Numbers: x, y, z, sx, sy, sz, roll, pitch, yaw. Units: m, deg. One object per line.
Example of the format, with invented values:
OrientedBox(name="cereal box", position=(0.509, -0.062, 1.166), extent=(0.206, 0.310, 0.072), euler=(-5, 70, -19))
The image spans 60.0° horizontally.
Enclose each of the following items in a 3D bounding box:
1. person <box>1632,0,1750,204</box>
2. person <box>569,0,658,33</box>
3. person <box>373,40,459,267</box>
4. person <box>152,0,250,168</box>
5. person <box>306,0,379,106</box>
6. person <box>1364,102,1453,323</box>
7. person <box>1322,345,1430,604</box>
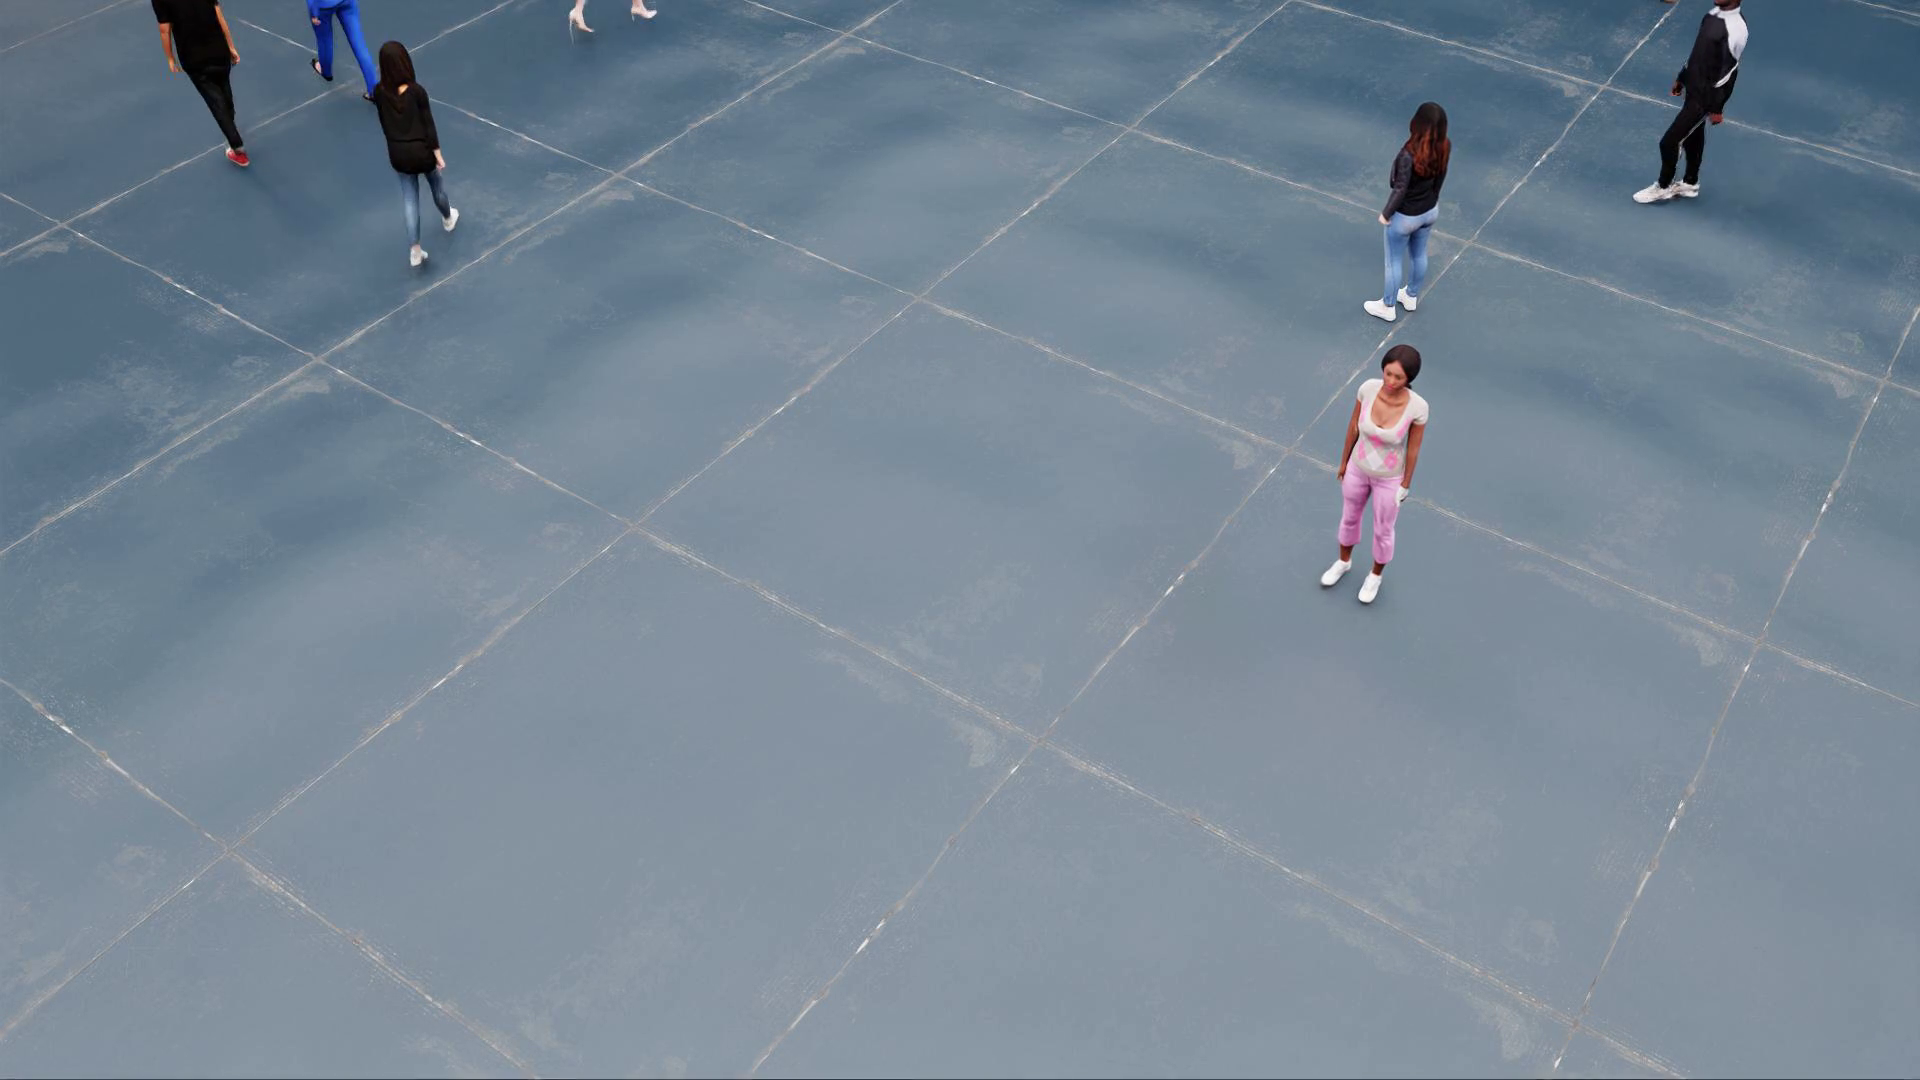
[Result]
OrientedBox(name="person", position=(5.681, -3.371, 12.497), extent=(0.915, 1.816, 0.855), euler=(5, 43, 5))
OrientedBox(name="person", position=(-3.195, -5.287, 14.586), extent=(0.892, 1.766, 1.113), euler=(-29, 50, -28))
OrientedBox(name="person", position=(-3.965, -2.751, 11.982), extent=(1.085, 1.613, 1.043), euler=(1, 43, 1))
OrientedBox(name="person", position=(-5.845, -3.738, 12.958), extent=(0.760, 1.724, 1.084), euler=(-33, 52, -30))
OrientedBox(name="person", position=(-5.093, -4.360, 13.672), extent=(0.809, 1.657, 1.174), euler=(-33, 52, -30))
OrientedBox(name="person", position=(3.111, -2.261, 11.442), extent=(0.716, 1.634, 0.697), euler=(-22, 47, -22))
OrientedBox(name="person", position=(2.344, -0.378, 9.347), extent=(0.451, 1.739, 0.628), euler=(27, 50, 26))
